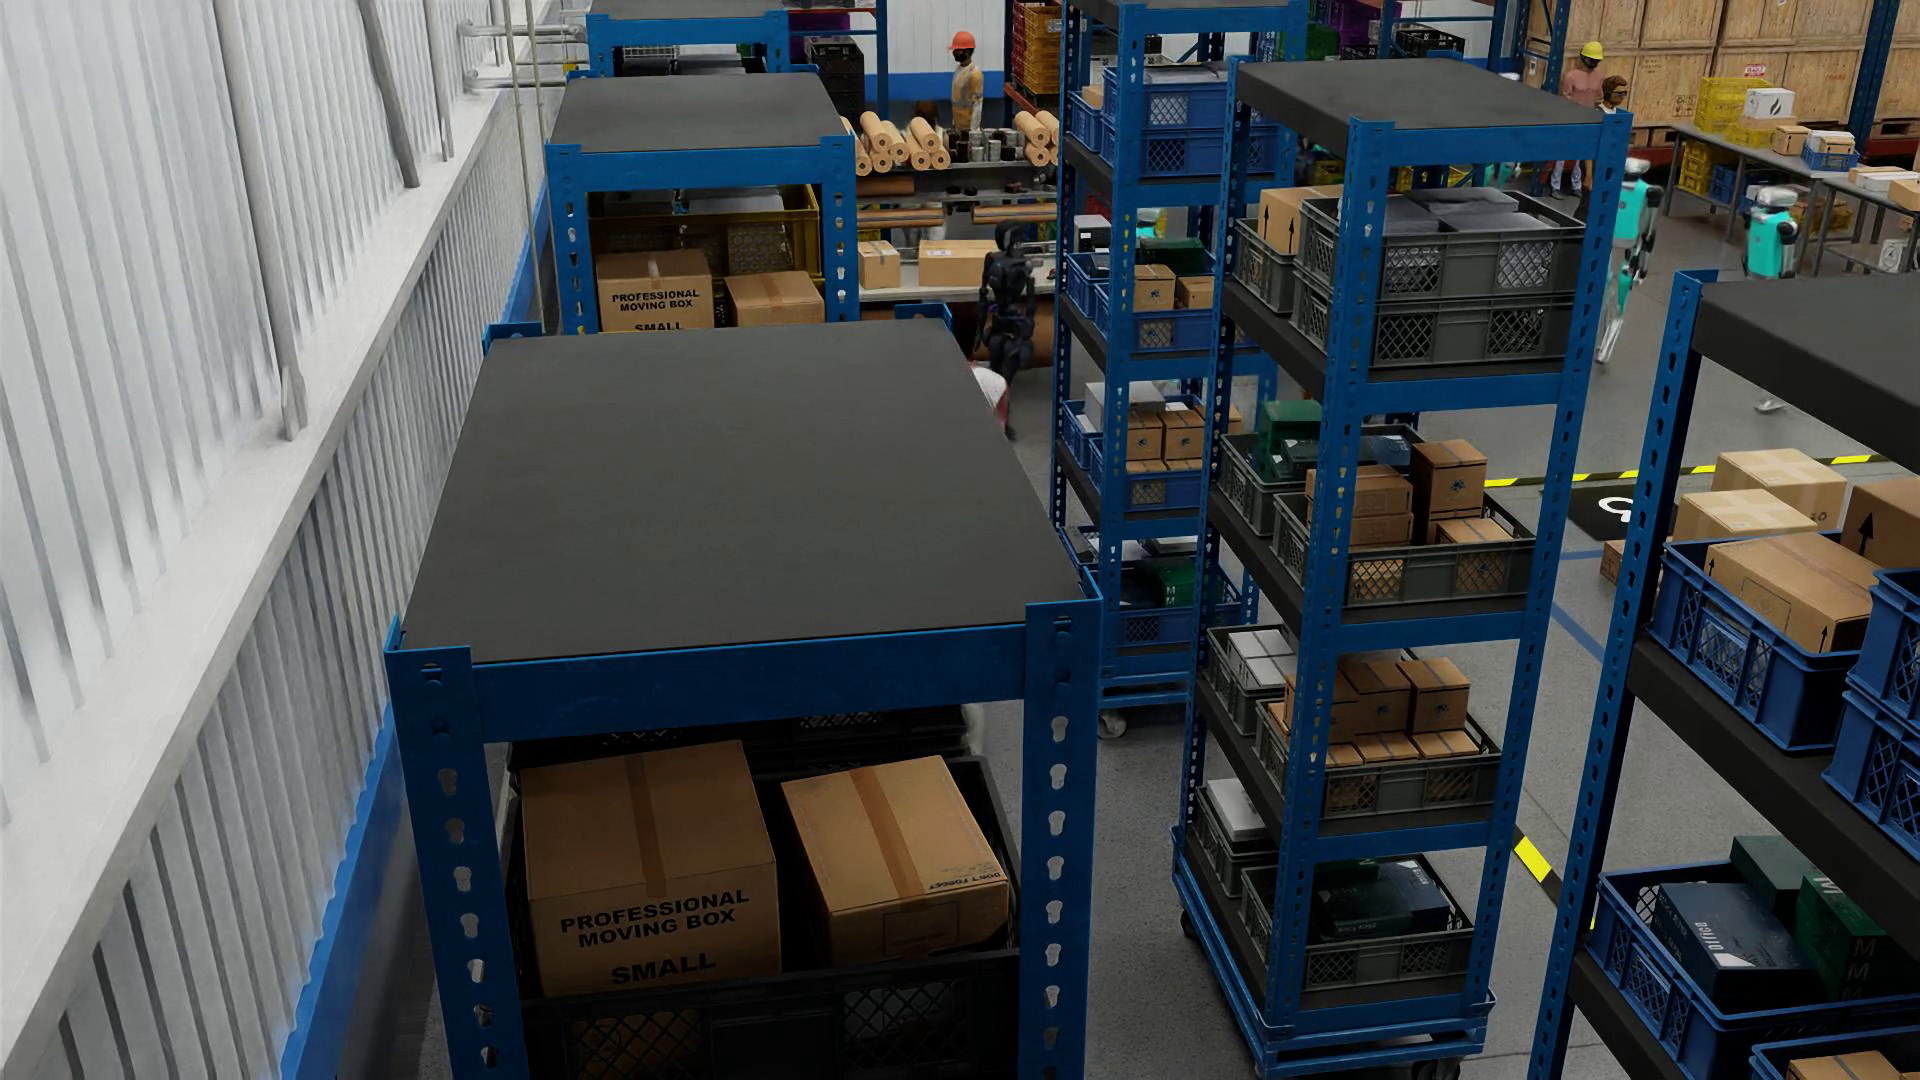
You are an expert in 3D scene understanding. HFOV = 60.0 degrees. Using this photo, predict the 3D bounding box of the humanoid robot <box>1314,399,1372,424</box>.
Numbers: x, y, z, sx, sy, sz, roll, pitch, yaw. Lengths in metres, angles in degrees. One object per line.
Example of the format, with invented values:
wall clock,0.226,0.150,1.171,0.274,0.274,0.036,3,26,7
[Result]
humanoid robot,2.791,-1.629,12.156,0.583,1.638,0.589,-4,25,-8

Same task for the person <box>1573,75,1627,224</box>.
person,6.245,-3.619,16.298,0.336,1.838,0.506,21,32,37

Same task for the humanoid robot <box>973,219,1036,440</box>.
humanoid robot,0.310,-1.461,11.787,0.393,1.645,0.588,-21,32,-38

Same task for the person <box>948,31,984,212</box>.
person,0.047,-4.592,18.283,0.359,1.939,0.542,-11,27,-23

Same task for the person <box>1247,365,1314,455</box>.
person,2.167,-1.163,10.970,0.754,1.824,0.598,-7,26,-16

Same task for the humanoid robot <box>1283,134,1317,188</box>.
humanoid robot,2.908,-2.905,14.935,0.468,1.647,0.598,20,31,37

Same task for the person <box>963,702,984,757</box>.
person,-0.036,0.287,7.801,0.389,1.837,0.571,-11,27,-22

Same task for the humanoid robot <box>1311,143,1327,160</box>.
humanoid robot,4.130,-4.577,18.545,1.033,1.757,0.540,18,30,35

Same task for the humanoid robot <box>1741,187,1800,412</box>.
humanoid robot,6.138,-1.723,12.355,0.838,1.820,0.538,-5,25,-11

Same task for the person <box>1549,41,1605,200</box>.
person,7.009,-4.734,18.808,0.522,1.761,0.337,-6,25,-12

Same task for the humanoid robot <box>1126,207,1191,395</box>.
humanoid robot,1.555,-1.543,11.958,0.808,1.807,0.572,0,25,0

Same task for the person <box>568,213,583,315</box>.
person,-2.737,-1.878,12.485,0.510,1.858,0.332,-22,33,-40

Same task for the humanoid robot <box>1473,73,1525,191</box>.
humanoid robot,5.488,-3.901,17.045,0.540,1.791,0.831,3,25,7

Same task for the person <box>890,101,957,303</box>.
person,-0.331,-3.105,15.236,0.630,1.783,1.000,-1,25,-3

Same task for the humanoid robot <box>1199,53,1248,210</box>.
humanoid robot,2.821,-4.374,18.019,0.992,1.713,0.542,-5,25,-12

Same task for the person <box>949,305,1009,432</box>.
person,-0.037,-0.349,9.117,0.589,1.889,0.865,2,25,4

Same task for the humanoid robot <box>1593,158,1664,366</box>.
humanoid robot,5.338,-2.256,13.451,0.542,1.732,1.008,15,29,30
